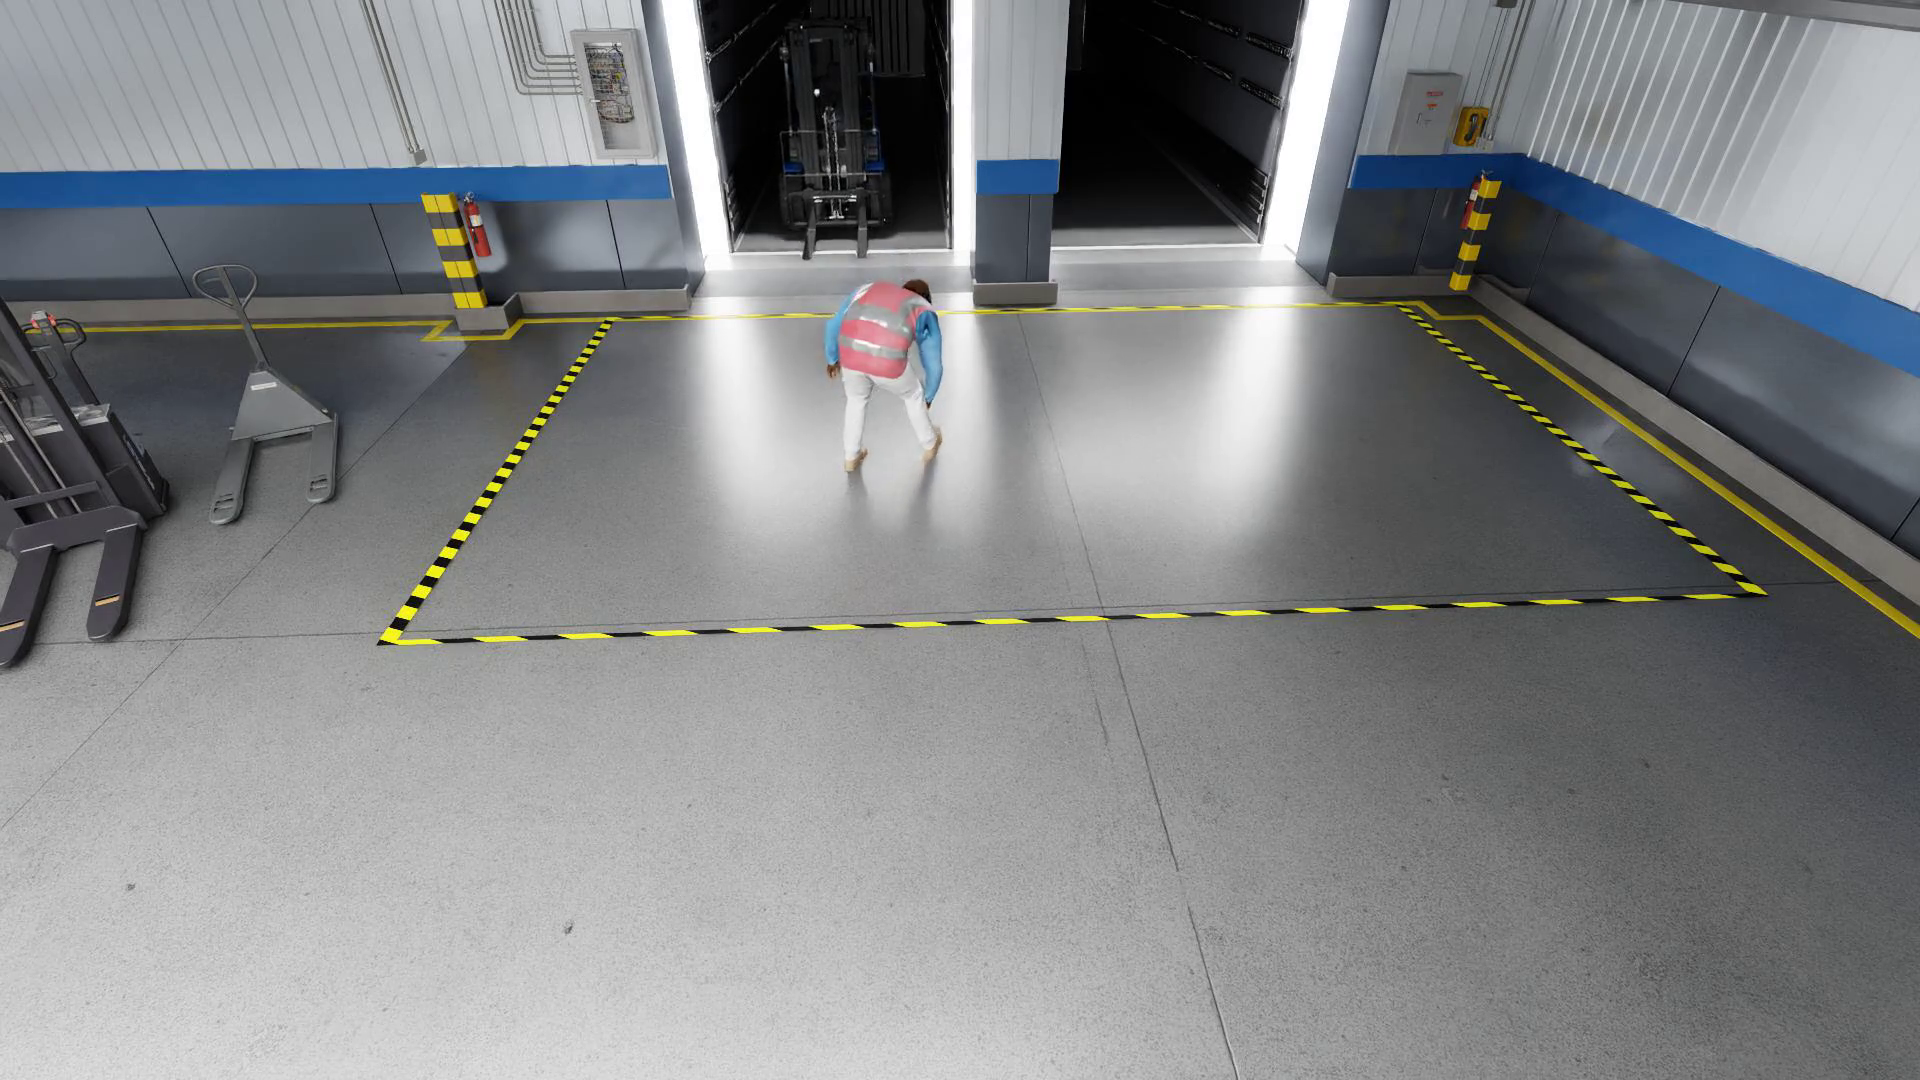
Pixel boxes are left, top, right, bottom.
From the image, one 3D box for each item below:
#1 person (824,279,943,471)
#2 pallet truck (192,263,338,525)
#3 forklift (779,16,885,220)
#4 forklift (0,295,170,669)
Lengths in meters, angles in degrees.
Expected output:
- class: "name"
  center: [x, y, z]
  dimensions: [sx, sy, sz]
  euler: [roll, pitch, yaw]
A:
- class: "person"
  center: [-0.524, -1.135, 6.269]
  dimensions: [0.870, 1.270, 0.917]
  euler: [7, 35, 10]
- class: "pallet truck"
  center: [-4.778, -1.027, 6.128]
  dimensions: [0.680, 1.201, 1.601]
  euler: [-17, 38, -23]
- class: "forklift"
  center: [-1.528, -5.187, 11.125]
  dimensions: [1.157, 2.036, 2.680]
  euler: [-3, 35, -4]
- class: "forklift"
  center: [-5.212, -0.618, 4.878]
  dimensions: [0.823, 1.965, 1.885]
  euler: [-20, 39, -26]
